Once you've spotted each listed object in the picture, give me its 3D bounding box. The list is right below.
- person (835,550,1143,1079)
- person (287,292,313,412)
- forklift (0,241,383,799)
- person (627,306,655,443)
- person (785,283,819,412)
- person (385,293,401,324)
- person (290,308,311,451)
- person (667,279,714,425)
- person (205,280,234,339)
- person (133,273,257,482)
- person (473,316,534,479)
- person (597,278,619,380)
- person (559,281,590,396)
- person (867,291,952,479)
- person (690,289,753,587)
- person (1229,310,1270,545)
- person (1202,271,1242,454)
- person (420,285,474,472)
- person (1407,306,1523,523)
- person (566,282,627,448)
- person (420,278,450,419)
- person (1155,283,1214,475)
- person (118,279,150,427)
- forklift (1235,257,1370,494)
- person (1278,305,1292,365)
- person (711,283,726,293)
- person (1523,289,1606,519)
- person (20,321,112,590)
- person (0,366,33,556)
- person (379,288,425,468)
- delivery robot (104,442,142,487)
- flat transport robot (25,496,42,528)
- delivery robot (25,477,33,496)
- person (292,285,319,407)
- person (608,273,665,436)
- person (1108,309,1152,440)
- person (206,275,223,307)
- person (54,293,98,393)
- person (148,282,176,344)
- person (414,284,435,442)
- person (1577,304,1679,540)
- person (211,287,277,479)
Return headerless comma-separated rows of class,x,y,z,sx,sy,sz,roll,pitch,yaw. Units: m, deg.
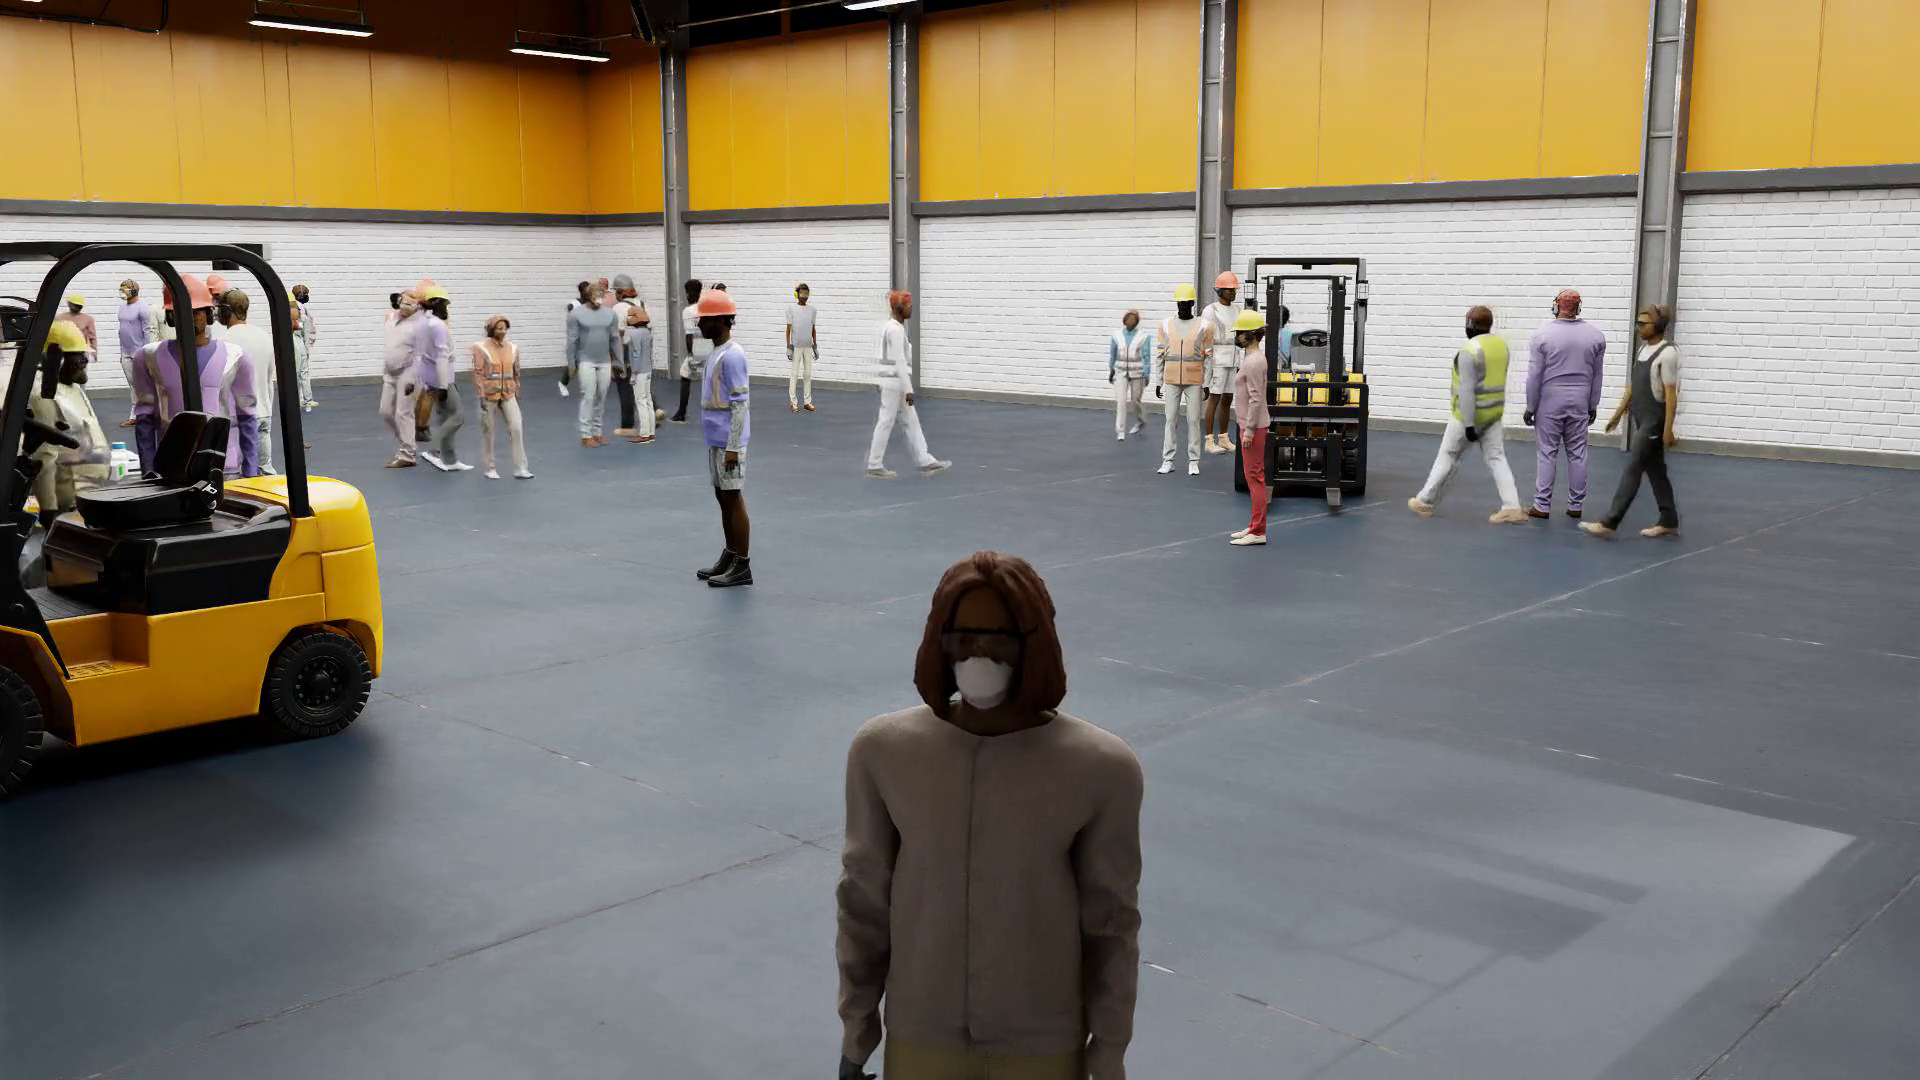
person,0.041,0.822,2.710,0.500,1.636,0.286,2,9,10
person,-9.653,-2.710,24.056,0.483,1.738,0.312,-7,12,-38
forklift,-3.706,-0.171,7.093,1.214,2.155,2.313,9,13,43
person,-3.814,-1.969,19.826,0.265,1.632,0.509,1,9,9
person,-2.292,-2.794,24.180,0.509,1.868,0.328,-6,11,-32
person,-9.148,-3.176,27.065,0.570,1.679,0.559,6,11,32
person,-7.613,-1.826,18.965,0.274,1.631,0.503,-2,10,-14
person,-3.519,-2.477,22.049,0.897,1.929,0.632,7,12,37
person,-9.134,-2.259,20.700,0.565,1.931,0.412,-1,9,-7
person,-4.073,-0.393,8.908,0.605,2.045,0.381,-4,10,-21
person,-4.473,-1.369,16.245,0.515,1.608,0.750,-8,12,-39
person,-6.588,-3.893,30.789,0.643,1.909,0.410,-8,12,-39
person,-6.120,-3.234,26.836,0.903,1.889,0.597,8,12,41
person,-0.498,-1.505,16.334,0.925,1.837,0.614,0,9,-2
person,-1.563,-0.661,10.879,0.365,1.935,0.552,-3,10,-21
person,2.167,-0.840,12.503,0.326,1.767,0.533,2,9,12
person,2.978,-1.984,18.667,0.615,2.042,0.374,-8,13,-42
person,-5.247,-1.632,16.928,0.449,1.903,0.613,-6,11,-31
person,4.213,-1.031,13.670,0.611,1.768,1.017,-6,11,-33
person,-4.227,-2.039,19.387,0.659,1.908,0.661,-7,12,-37
person,-7.324,-2.638,23.004,0.544,1.939,0.354,-4,10,-22
person,2.253,-1.615,16.760,0.587,1.927,0.363,3,10,18
person,-10.740,-2.421,21.671,0.630,1.940,0.372,5,11,30
forklift,3.309,-1.629,16.029,1.214,2.155,2.313,2,9,11
person,3.748,-1.902,19.329,0.831,1.660,0.533,6,11,32
person,-3.578,-2.856,24.559,0.315,1.865,0.526,0,9,2
person,4.992,-1.124,13.818,0.641,1.908,0.407,-1,9,-4
person,-4.922,-0.292,9.066,0.874,1.800,0.600,-3,10,-17
person,-6.857,-0.665,11.865,0.392,1.628,0.530,2,9,10
person,-5.835,-1.687,17.392,0.684,1.874,0.483,7,12,38
delivery robot,-7.327,-0.610,14.510,0.707,0.478,0.477,7,12,38
flat transport robot,-7.460,-0.209,13.203,0.652,0.197,1.431,6,11,34
delivery robot,-7.866,-0.583,14.342,0.477,0.478,0.707,-3,10,-16
person,-9.932,-2.925,25.091,0.428,1.836,0.625,-5,11,-29
person,-4.091,-2.304,20.641,0.628,2.000,0.697,4,10,21
person,2.097,-2.035,20.360,0.549,1.597,0.757,3,10,17
person,-11.230,-3.022,25.235,0.614,1.982,0.404,4,10,21
person,-12.838,-2.723,24.162,0.541,1.722,0.704,-6,11,-33
person,-10.006,-2.381,21.242,0.612,1.997,0.375,-8,12,-39
person,-6.466,-2.116,19.979,0.332,1.894,0.661,-8,12,-40
person,5.178,-0.893,12.719,0.835,1.804,0.518,1,9,3
person,-5.184,-0.848,12.025,0.371,1.941,0.627,2,9,10
